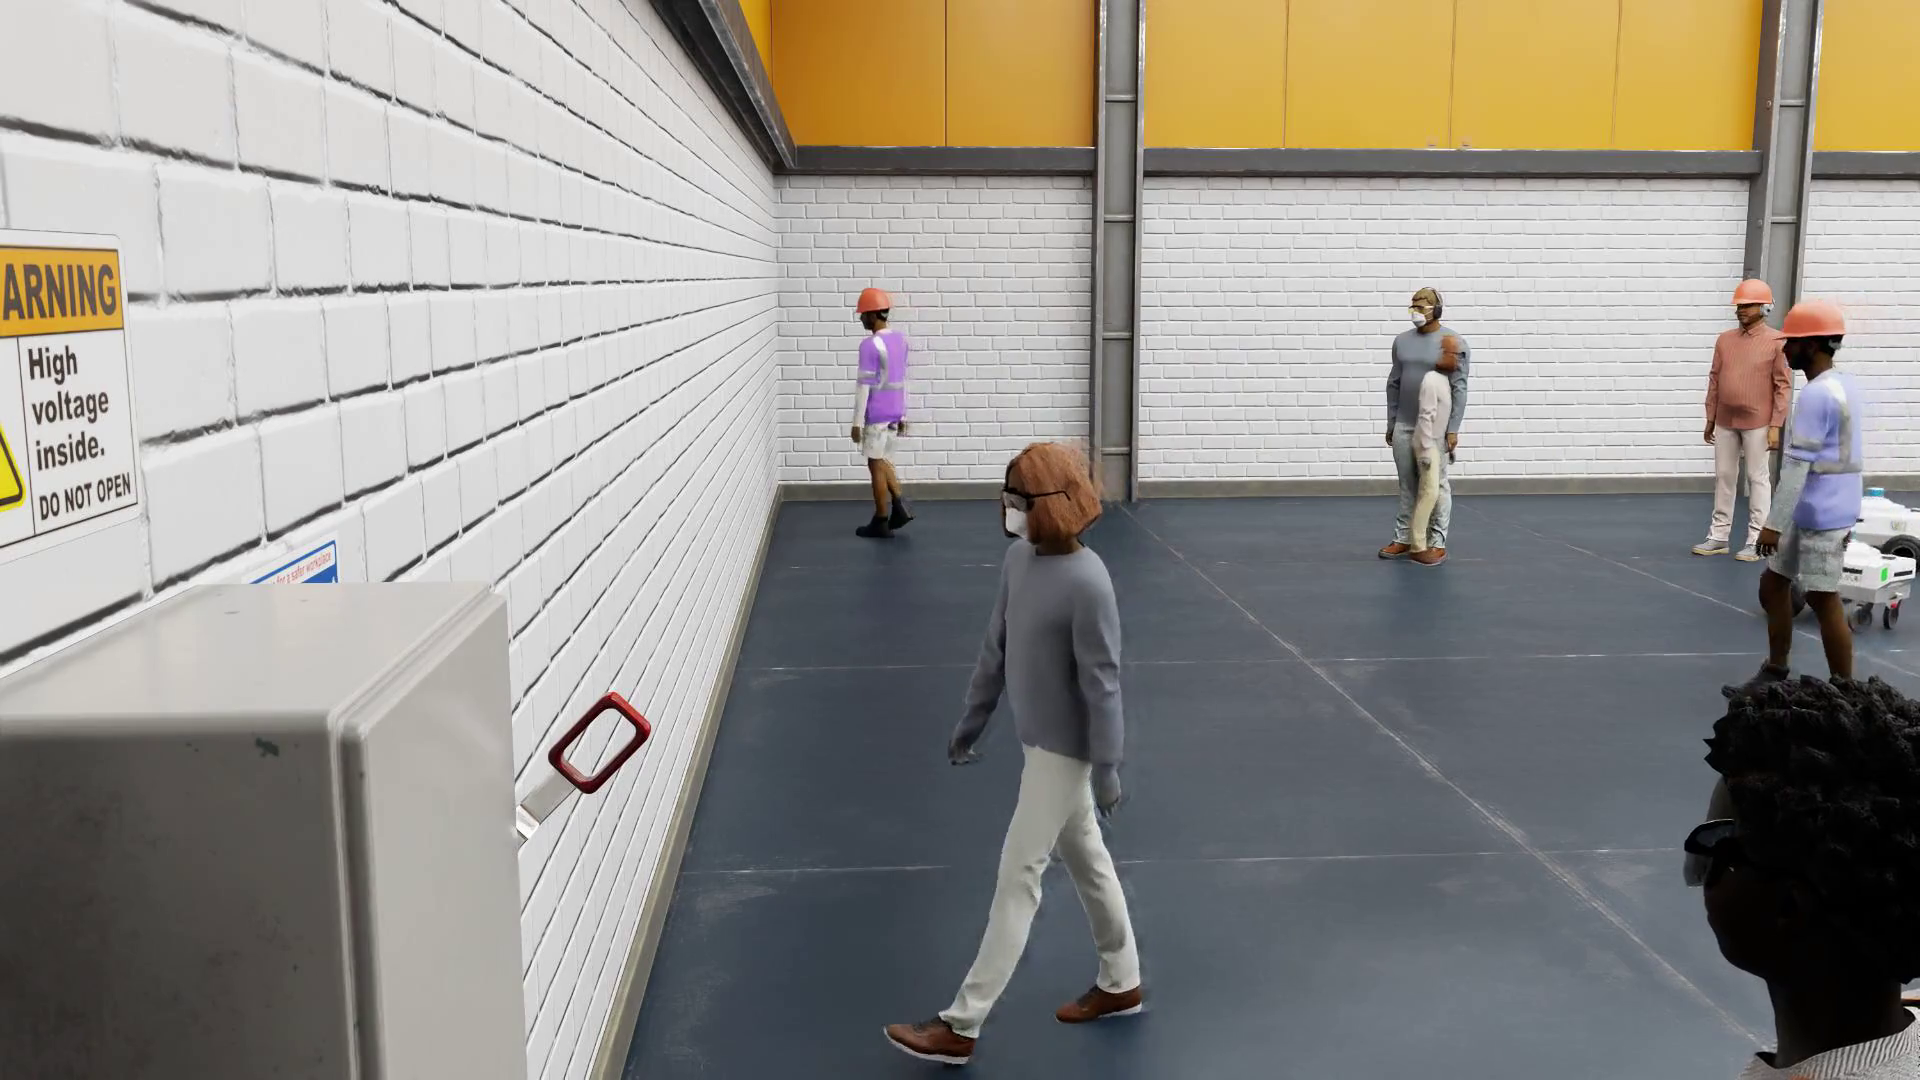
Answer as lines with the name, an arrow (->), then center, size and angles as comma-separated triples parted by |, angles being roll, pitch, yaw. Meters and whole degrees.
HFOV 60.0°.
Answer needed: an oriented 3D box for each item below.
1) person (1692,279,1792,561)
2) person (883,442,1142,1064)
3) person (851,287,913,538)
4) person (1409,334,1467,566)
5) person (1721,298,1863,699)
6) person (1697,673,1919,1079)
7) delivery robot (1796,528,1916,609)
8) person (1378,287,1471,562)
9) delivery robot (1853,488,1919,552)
person -> 5.583, -0.851, 11.845 | 0.375, 1.995, 0.611 | -6, 11, -32
person -> 0.158, 0.548, 4.311 | 0.806, 1.597, 0.512 | -3, 9, -17
person -> -0.630, -0.963, 12.749 | 0.388, 1.926, 0.579 | 5, 10, 29
person -> 3.356, -0.636, 11.676 | 0.329, 1.616, 0.504 | 7, 12, 39
person -> 3.764, -0.123, 7.515 | 0.735, 1.909, 0.559 | 6, 11, 33
person -> 0.717, 0.952, 1.457 | 0.541, 1.696, 0.316 | -9, 13, -43
delivery robot -> 5.127, 0.170, 9.646 | 0.477, 0.478, 0.707 | -5, 10, -30
person -> 3.272, -0.807, 11.745 | 0.372, 1.940, 0.629 | -8, 12, -40
delivery robot -> 6.286, -0.118, 11.456 | 0.707, 0.478, 0.477 | 7, 11, 37
